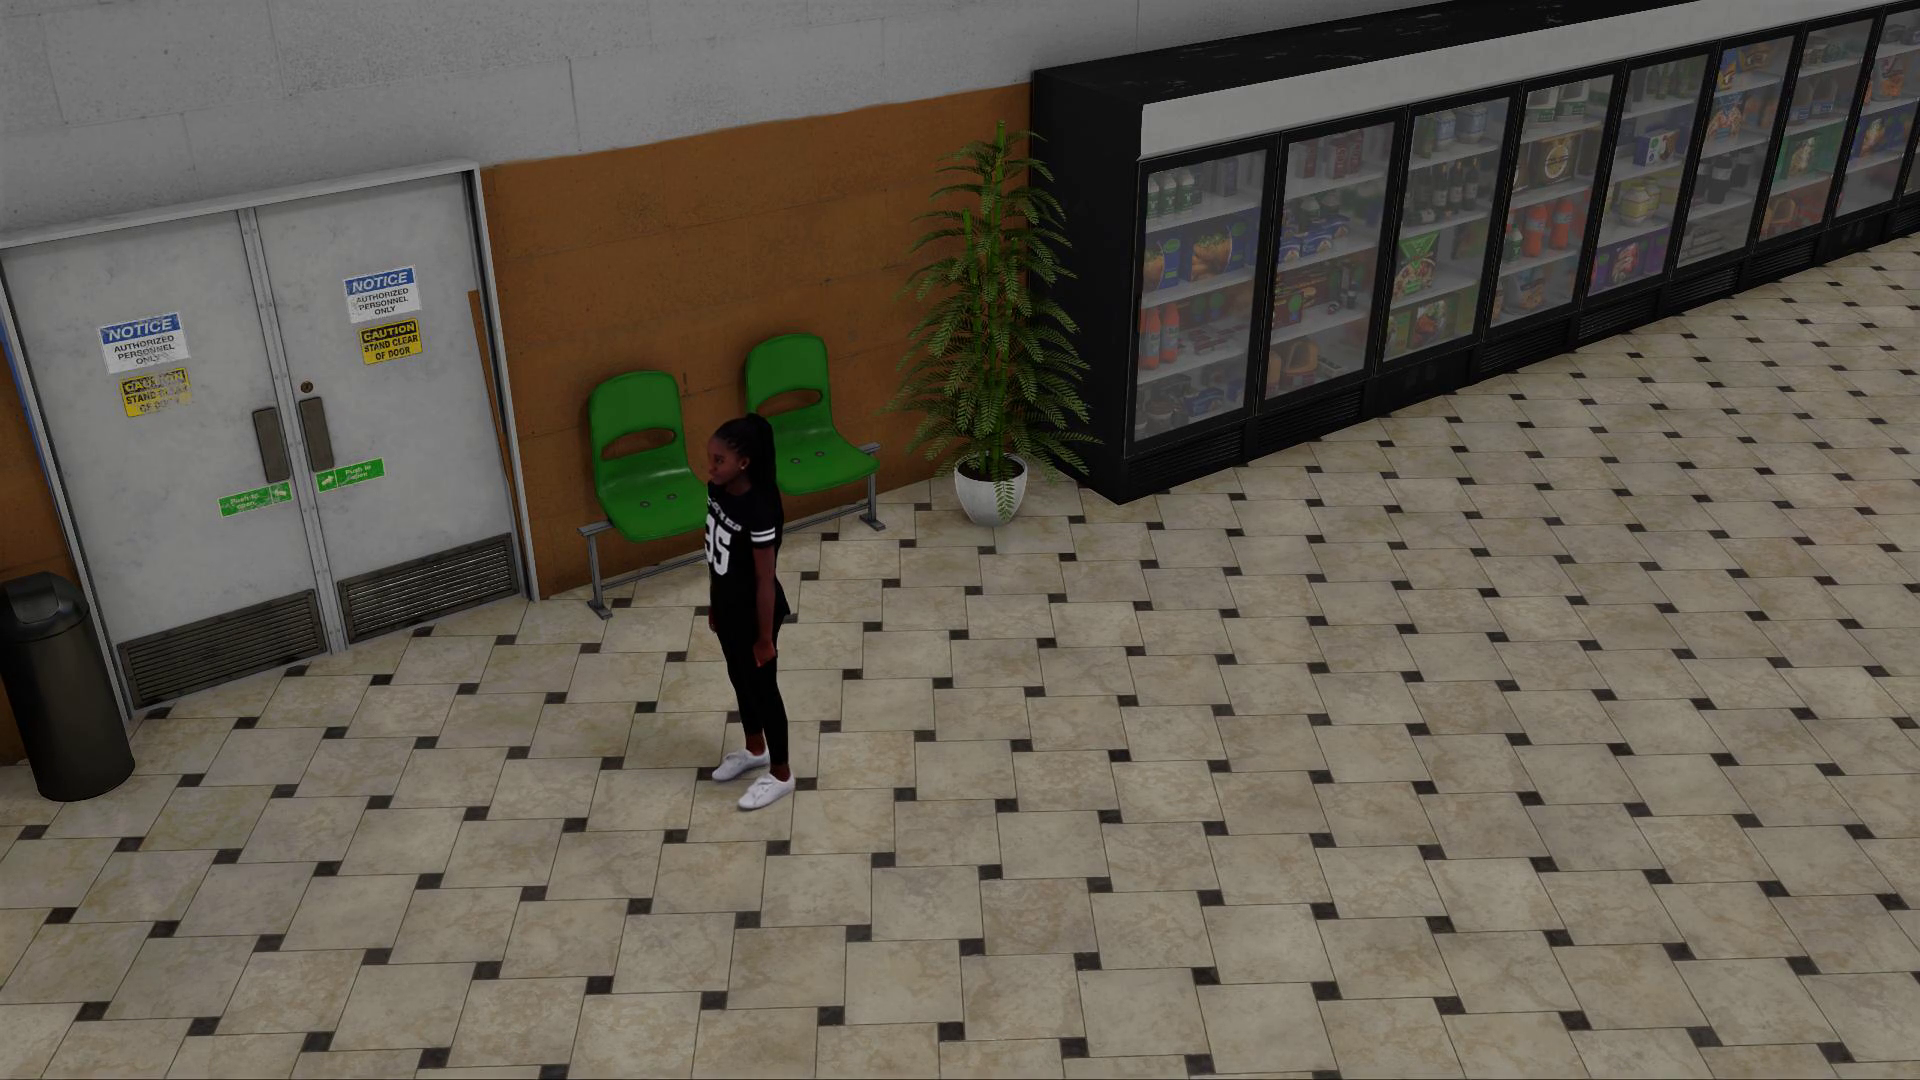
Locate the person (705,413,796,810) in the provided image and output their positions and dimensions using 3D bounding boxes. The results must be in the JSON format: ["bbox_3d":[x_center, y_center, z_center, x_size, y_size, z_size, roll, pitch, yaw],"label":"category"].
[{"bbox_3d":[-0.875,0.294,6.840,0.652,1.729,0.476,-18,34,-30],"label":"person"}]
